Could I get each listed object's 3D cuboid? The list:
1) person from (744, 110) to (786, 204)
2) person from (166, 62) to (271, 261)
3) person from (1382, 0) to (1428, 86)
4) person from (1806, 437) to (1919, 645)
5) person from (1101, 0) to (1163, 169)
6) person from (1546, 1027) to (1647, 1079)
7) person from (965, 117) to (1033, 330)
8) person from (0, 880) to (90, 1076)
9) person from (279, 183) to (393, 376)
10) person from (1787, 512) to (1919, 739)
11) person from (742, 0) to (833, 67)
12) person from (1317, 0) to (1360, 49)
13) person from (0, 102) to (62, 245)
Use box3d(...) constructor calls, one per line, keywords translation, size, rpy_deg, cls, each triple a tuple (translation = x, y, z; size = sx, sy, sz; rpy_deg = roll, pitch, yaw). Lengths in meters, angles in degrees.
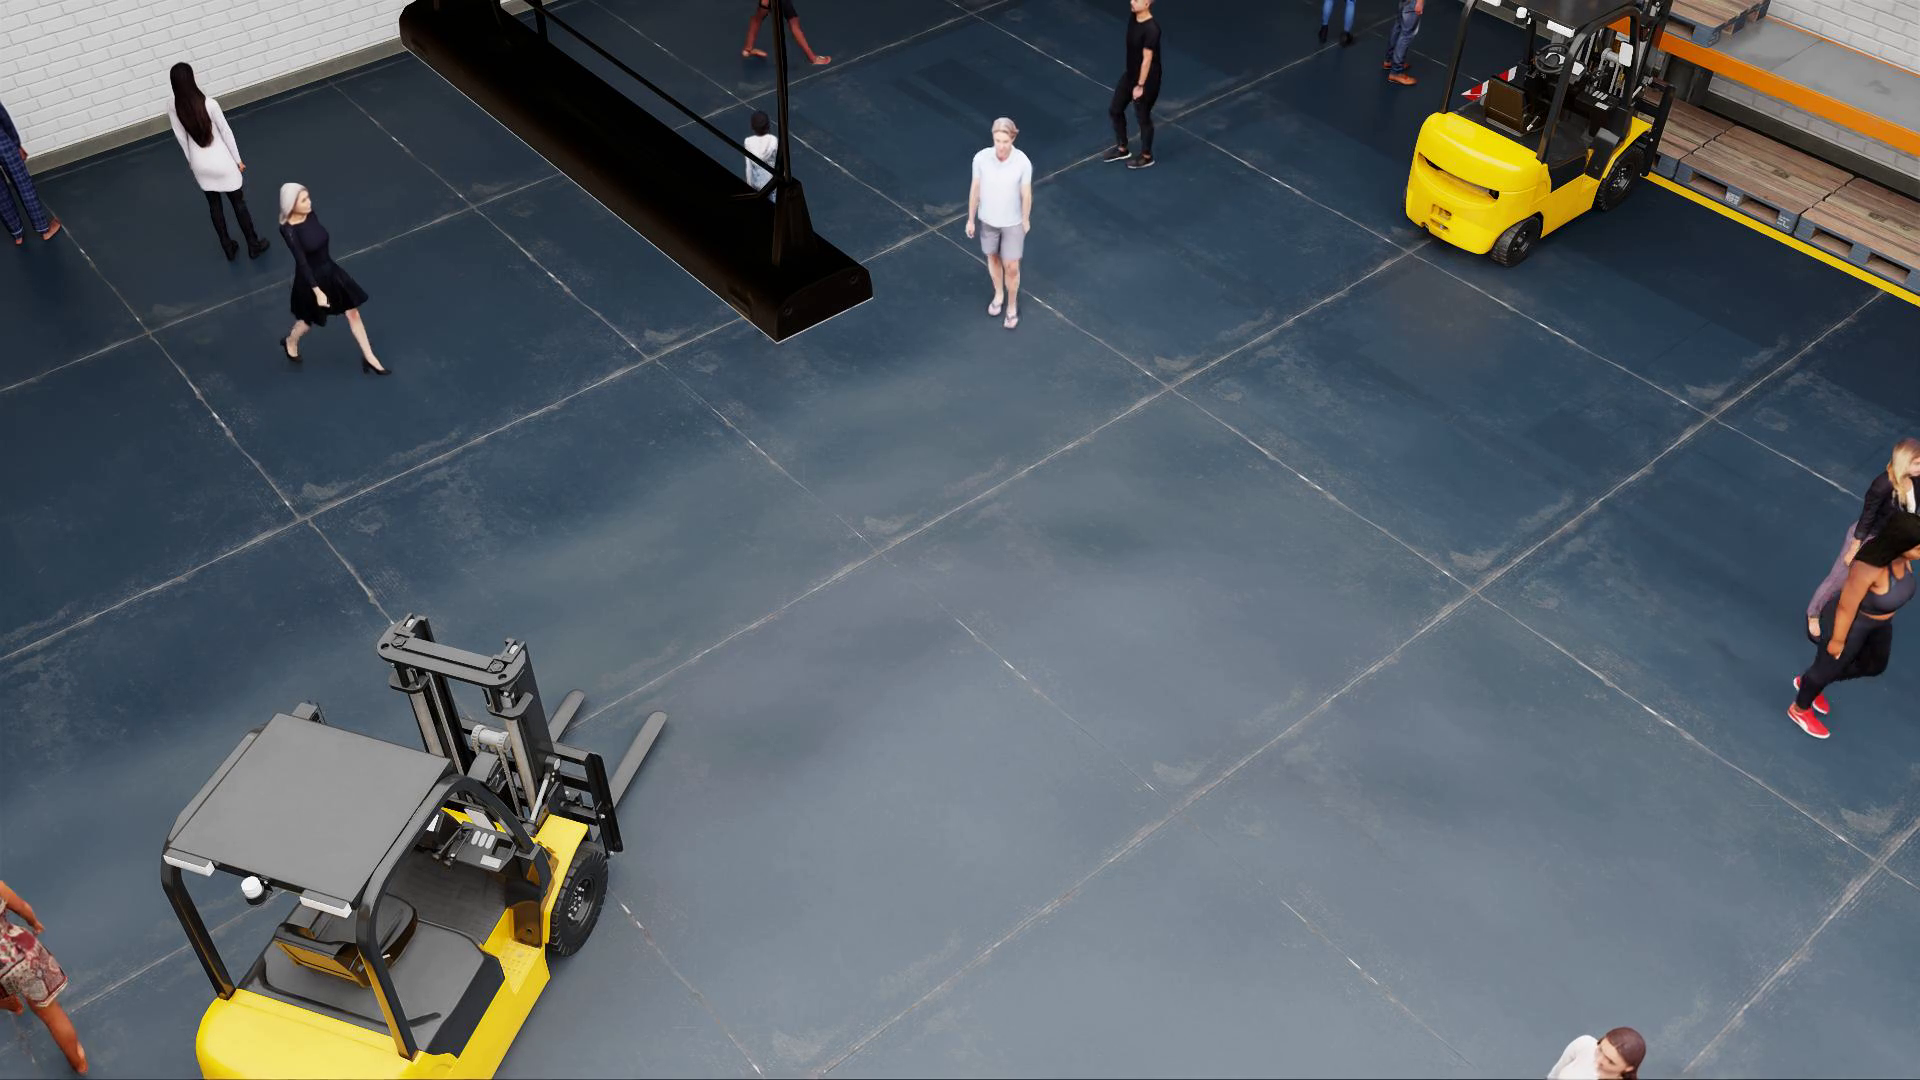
box3d(translation=(-1.687, -3.095, 14.409), size=(0.746, 1.234, 0.873), rpy_deg=(-6, 44, -6), cls="person")
box3d(translation=(-6.344, -3.195, 14.098), size=(0.682, 1.807, 0.716), rpy_deg=(-1, 44, -1), cls="person")
box3d(translation=(4.489, -5.448, 16.446), size=(0.815, 1.830, 0.729), rpy_deg=(0, 44, 0), cls="person")
box3d(translation=(5.914, -0.002, 10.845), size=(0.619, 1.671, 0.554), rpy_deg=(-25, 49, -24), cls="person")
box3d(translation=(1.724, -4.230, 15.154), size=(0.852, 1.849, 0.766), rpy_deg=(-15, 46, -15), cls="person")
box3d(translation=(2.925, 2.785, 7.910), size=(0.717, 1.685, 0.575), rpy_deg=(-16, 46, -16), cls="person")
box3d(translation=(0.357, -2.655, 13.522), size=(0.786, 1.819, 0.857), rpy_deg=(13, 45, 13), cls="person")
box3d(translation=(-4.879, 2.234, 8.544), size=(0.685, 1.608, 1.037), rpy_deg=(-34, 53, -30), cls="person")
box3d(translation=(-5.039, -1.973, 12.884), size=(1.190, 1.712, 1.022), rpy_deg=(10, 45, 10), cls="person")
box3d(translation=(5.449, 0.462, 10.258), size=(0.702, 1.810, 0.667), rpy_deg=(-27, 50, -25), cls="person")
box3d(translation=(-1.930, -5.516, 16.642), size=(1.273, 1.660, 1.114), rpy_deg=(7, 44, 7), cls="person")
box3d(translation=(3.941, -5.886, 17.052), size=(0.592, 1.628, 0.767), rpy_deg=(15, 46, 15), cls="person")
box3d(translation=(-8.320, -3.382, 14.286), size=(0.757, 1.819, 0.761), rpy_deg=(-9, 44, -9), cls="person")
